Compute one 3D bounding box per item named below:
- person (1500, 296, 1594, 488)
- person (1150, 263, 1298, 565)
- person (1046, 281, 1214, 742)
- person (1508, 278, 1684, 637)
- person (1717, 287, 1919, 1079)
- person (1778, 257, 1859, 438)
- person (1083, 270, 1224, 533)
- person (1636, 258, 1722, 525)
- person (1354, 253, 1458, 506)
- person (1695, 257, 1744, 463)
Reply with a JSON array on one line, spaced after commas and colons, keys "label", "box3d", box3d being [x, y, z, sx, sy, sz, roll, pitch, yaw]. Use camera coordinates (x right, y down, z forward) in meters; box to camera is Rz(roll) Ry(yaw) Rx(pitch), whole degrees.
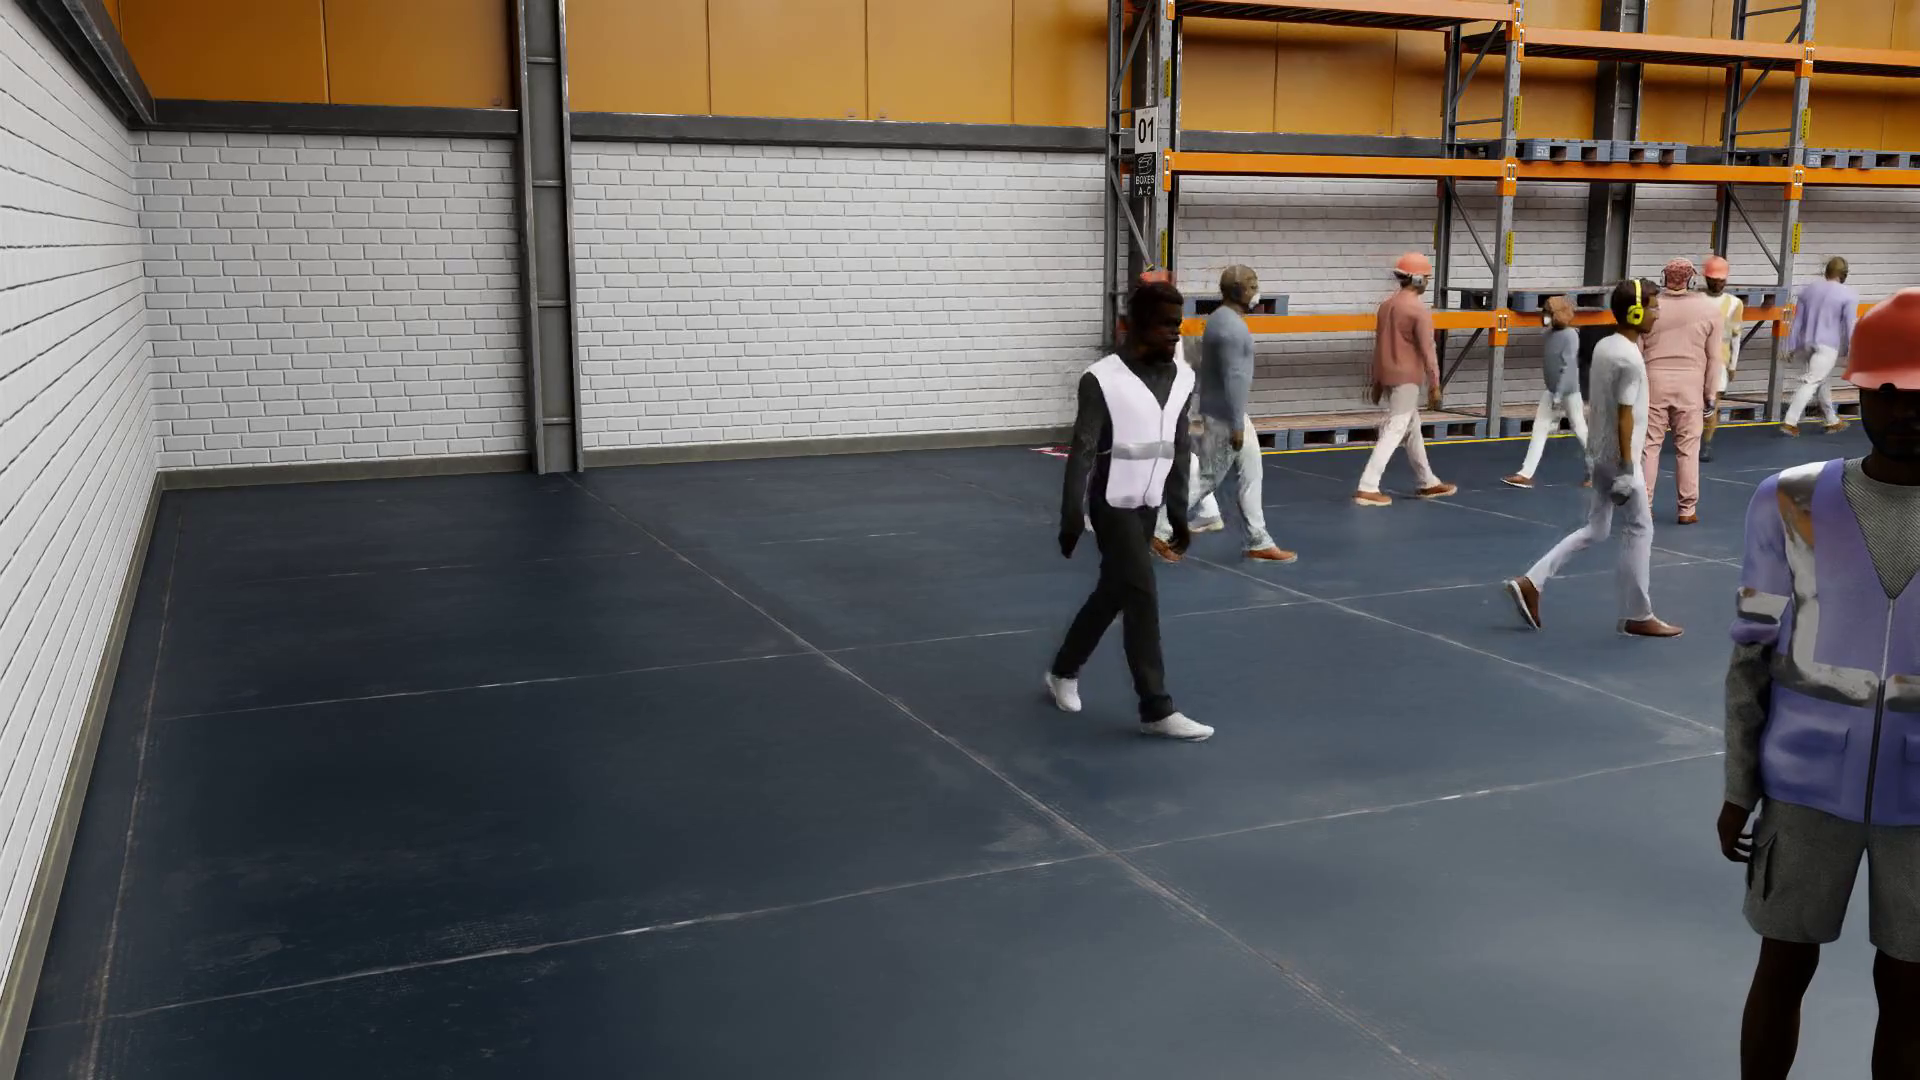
[{"label": "person", "box3d": [4.943, -1.206, 13.642, 0.879, 1.586, 0.537, -2, 10, -12]}, {"label": "person", "box3d": [1.601, -0.772, 10.370, 0.985, 1.905, 0.645, 1, 10, 5]}, {"label": "person", "box3d": [0.661, -0.139, 6.933, 0.921, 1.876, 0.595, 10, 14, 43]}, {"label": "person", "box3d": [3.298, -0.411, 8.489, 0.813, 1.847, 0.519, 0, 10, -2]}, {"label": "person", "box3d": [1.772, 0.486, 3.239, 0.544, 1.939, 0.354, 5, 11, 27]}, {"label": "person", "box3d": [8.940, -1.992, 17.257, 1.119, 1.870, 0.645, -5, 11, -24]}, {"label": "person", "box3d": [1.376, -0.939, 11.499, 1.003, 1.835, 0.592, 3, 11, 14]}, {"label": "person", "box3d": [5.103, -1.060, 11.942, 0.639, 1.908, 0.409, 4, 11, 22]}, {"label": "person", "box3d": [3.467, -1.233, 12.824, 1.001, 1.940, 0.636, -3, 11, -15]}, {"label": "person", "box3d": [6.947, -1.677, 15.489, 0.580, 1.881, 0.836, 4, 11, 22]}]
